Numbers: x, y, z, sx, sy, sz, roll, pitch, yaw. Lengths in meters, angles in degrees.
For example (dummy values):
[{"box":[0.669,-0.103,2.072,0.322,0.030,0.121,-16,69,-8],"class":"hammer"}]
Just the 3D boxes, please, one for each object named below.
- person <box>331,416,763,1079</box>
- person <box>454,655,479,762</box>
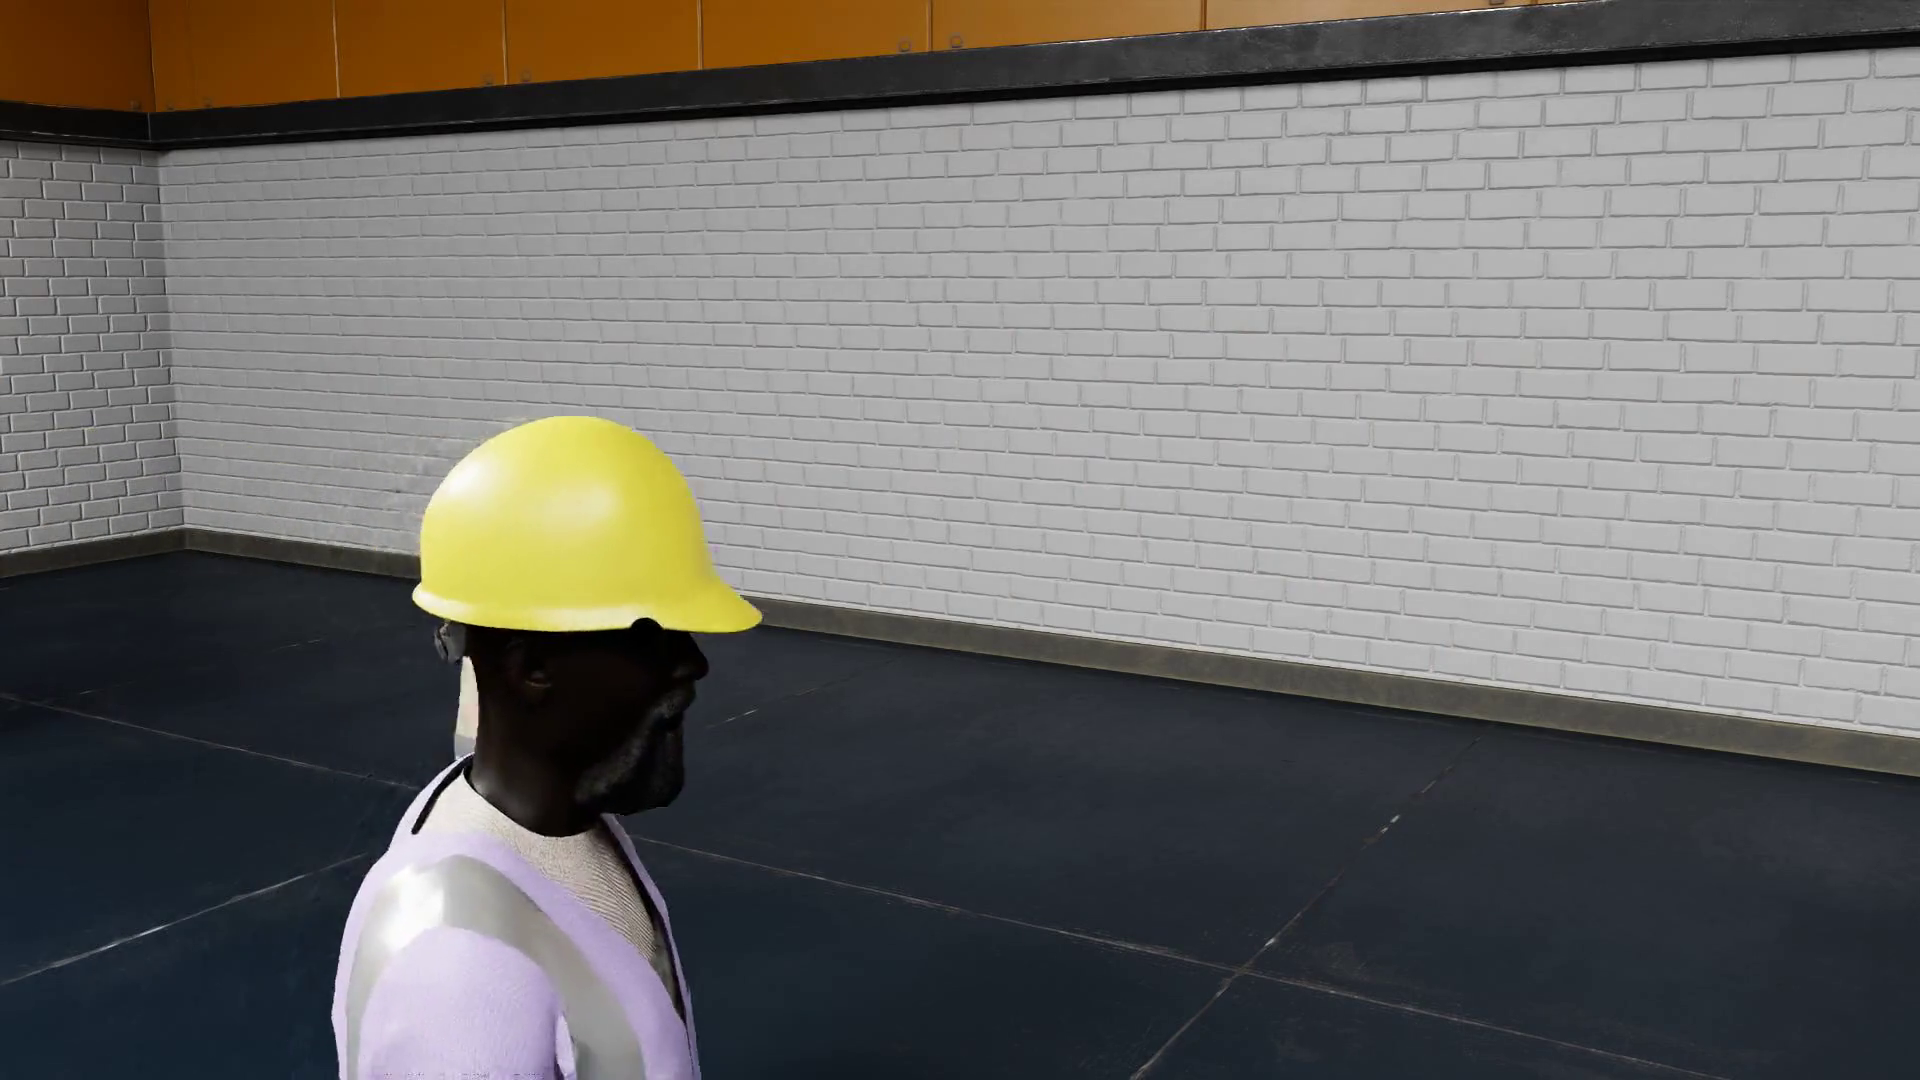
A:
[{"box":[-0.441,0.833,1.554,0.734,1.906,0.594,-1,9,-7],"class":"person"},{"box":[-0.897,0.650,3.525,0.327,1.633,0.543,-6,11,-32],"class":"person"}]
